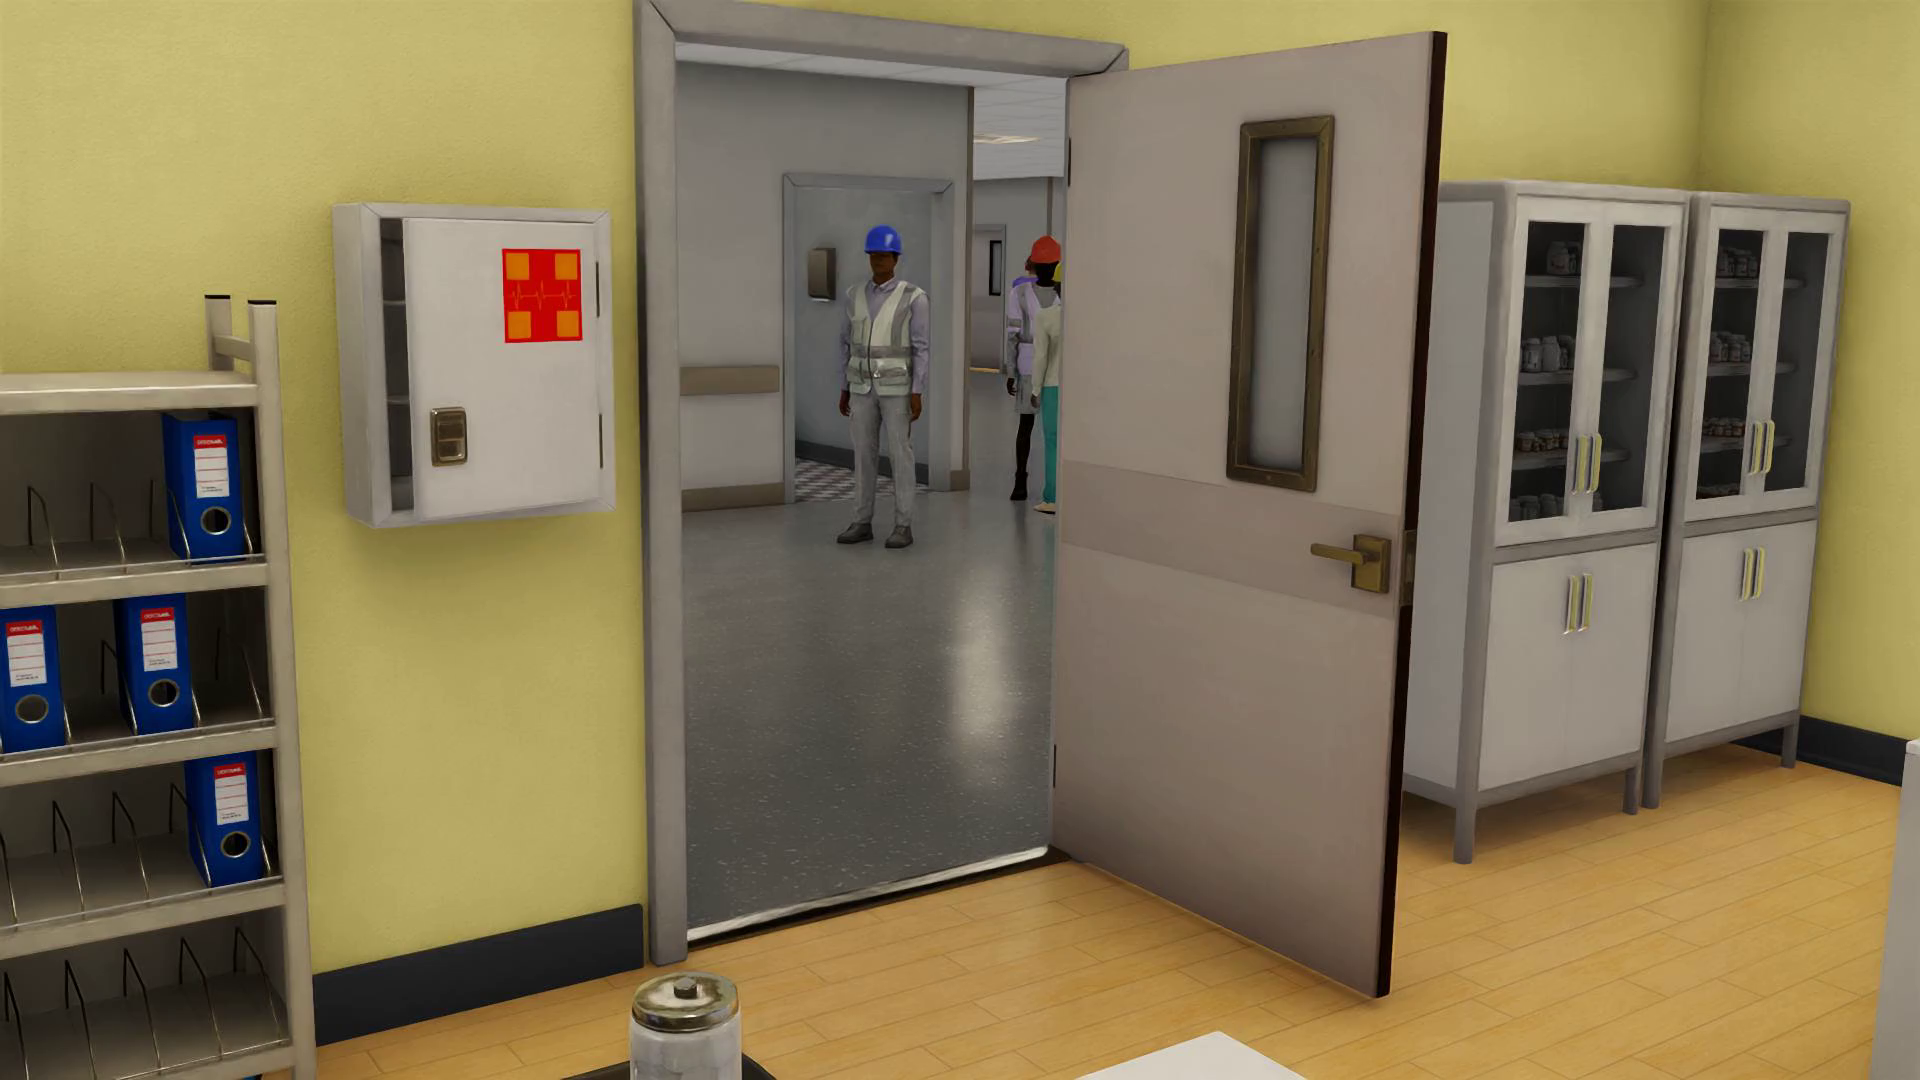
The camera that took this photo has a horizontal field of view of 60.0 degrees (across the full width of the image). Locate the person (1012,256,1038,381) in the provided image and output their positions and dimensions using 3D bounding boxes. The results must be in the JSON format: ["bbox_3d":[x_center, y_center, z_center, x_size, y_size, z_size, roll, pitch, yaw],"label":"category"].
[{"bbox_3d":[0.969,-2.871,22.204,0.617,1.838,0.384,5,10,21],"label":"person"}]

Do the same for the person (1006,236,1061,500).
[{"bbox_3d":[0.612,-1.240,12.141,0.551,1.932,0.377,1,10,0],"label":"person"}]

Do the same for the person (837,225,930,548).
[{"bbox_3d":[-0.474,-0.927,10.132,0.605,1.950,0.381,5,10,25],"label":"person"}]
